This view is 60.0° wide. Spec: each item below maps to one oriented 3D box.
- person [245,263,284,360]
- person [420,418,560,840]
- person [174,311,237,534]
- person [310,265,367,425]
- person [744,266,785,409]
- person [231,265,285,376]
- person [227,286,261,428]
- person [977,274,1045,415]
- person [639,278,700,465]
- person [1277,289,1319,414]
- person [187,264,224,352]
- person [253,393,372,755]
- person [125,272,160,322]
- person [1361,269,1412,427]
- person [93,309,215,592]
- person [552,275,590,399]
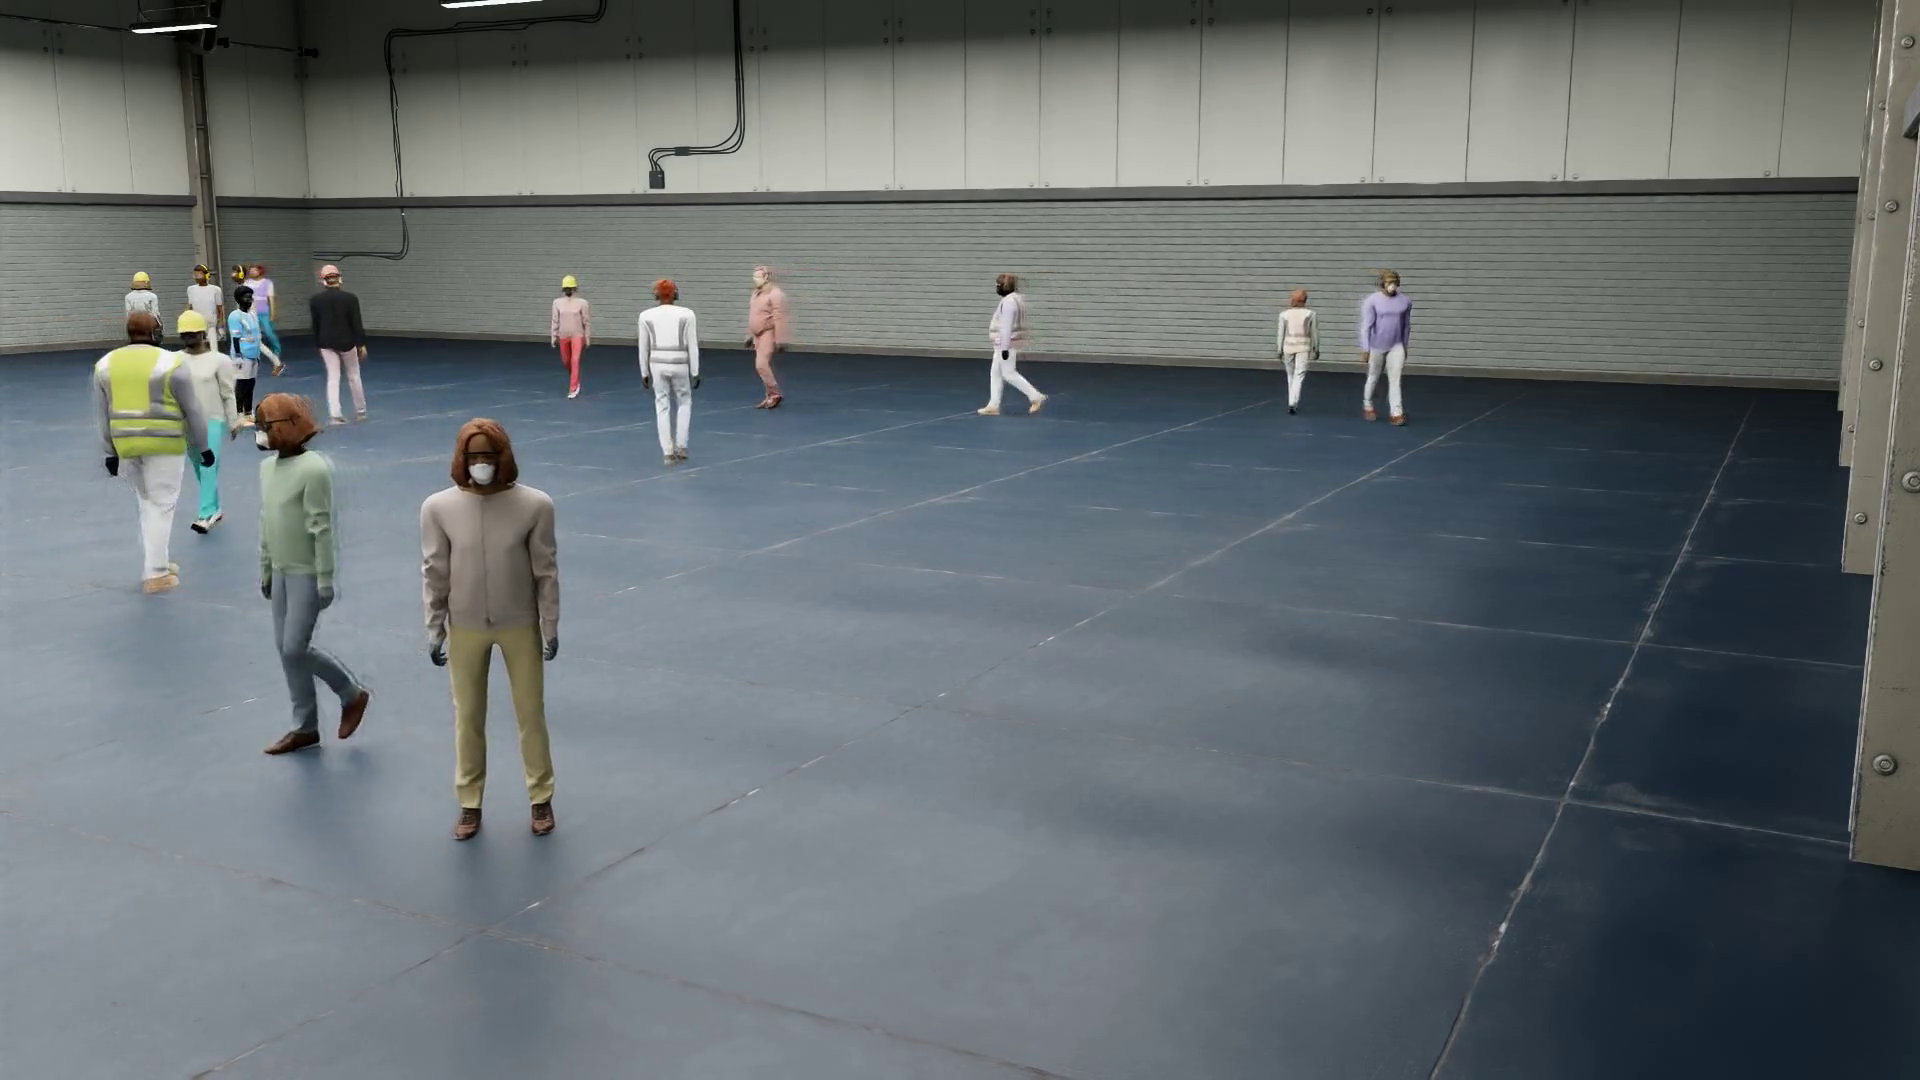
[{"bbox_3d":[-12.592,-4.099,30.031,0.576,1.815,0.903,2,11,9],"label":"person"},{"bbox_3d":[-1.772,0.341,6.328,0.500,1.625,0.294,-2,11,-11],"label":"person"},{"bbox_3d":[-5.922,-0.915,12.927,0.528,1.715,0.943,-1,10,-5],"label":"person"},{"bbox_3d":[-7.586,-2.392,20.391,0.657,1.929,0.924,-1,10,-5],"label":"person"},{"bbox_3d":[-2.595,-2.666,21.994,0.456,1.891,0.658,-7,12,-33],"label":"person"},{"bbox_3d":[-11.474,-3.538,26.921,0.528,1.833,0.945,10,14,42],"label":"person"},{"bbox_3d":[-8.577,-2.204,19.991,0.319,1.698,0.539,0,10,2],"label":"person"},{"bbox_3d":[0.661,-2.485,21.215,0.817,1.814,0.631,0,10,2],"label":"person"},{"bbox_3d":[-2.929,-1.713,16.857,0.615,1.862,0.676,0,10,-2],"label":"person"},{"bbox_3d":[4.349,-2.435,21.510,0.516,1.604,0.803,6,12,28],"label":"person"},{"bbox_3d":[-11.239,-3.163,24.778,0.518,1.865,0.327,-2,11,-9],"label":"person"},{"bbox_3d":[-2.918,0.154,7.360,0.516,1.619,0.392,9,13,39],"label":"person"},{"bbox_3d":[-12.440,-3.213,25.390,0.485,1.739,0.313,0,10,-2],"label":"person"},{"bbox_3d":[5.195,-2.358,20.341,0.650,1.890,1.038,-1,10,-6],"label":"person"},{"bbox_3d":[-5.233,-0.596,10.913,0.629,1.813,0.727,1,10,8],"label":"person"},{"bbox_3d":[-5.536,-2.913,23.750,0.528,1.742,0.791,1,10,4],"label":"person"}]
